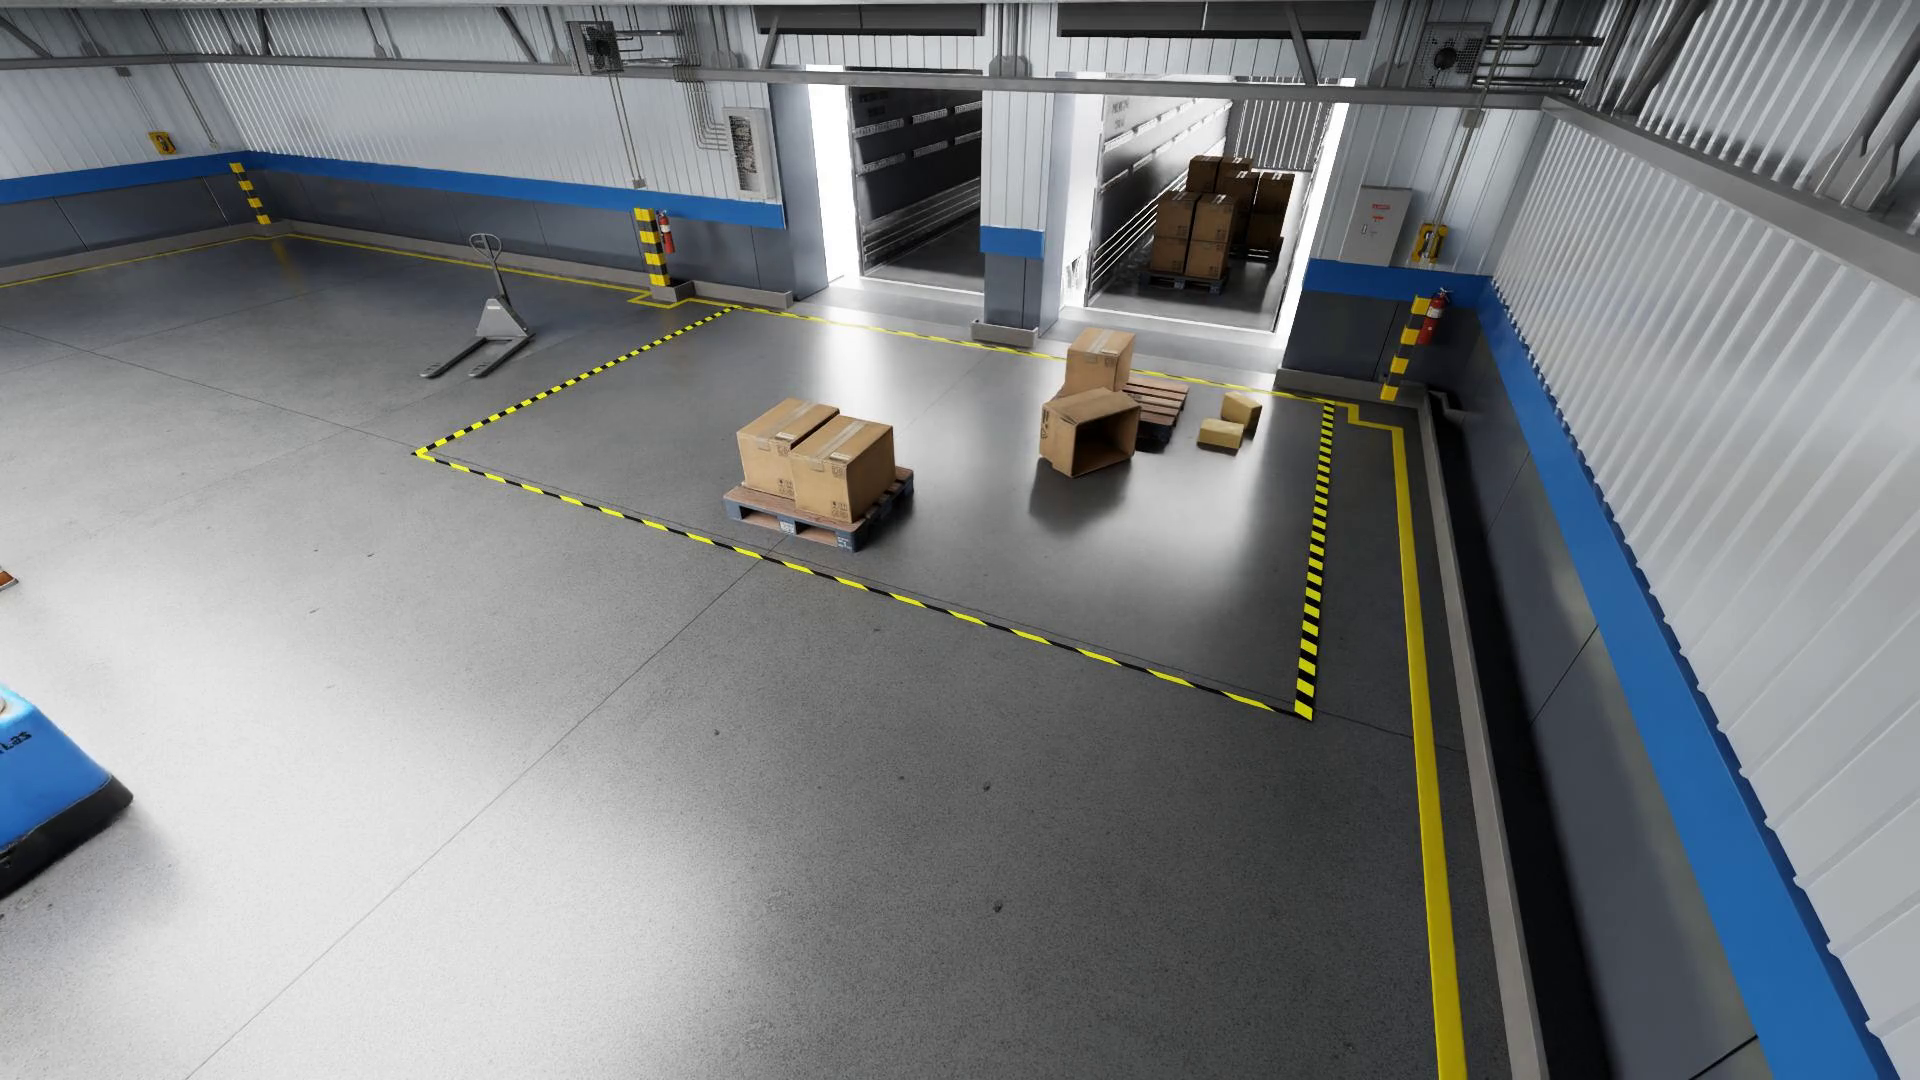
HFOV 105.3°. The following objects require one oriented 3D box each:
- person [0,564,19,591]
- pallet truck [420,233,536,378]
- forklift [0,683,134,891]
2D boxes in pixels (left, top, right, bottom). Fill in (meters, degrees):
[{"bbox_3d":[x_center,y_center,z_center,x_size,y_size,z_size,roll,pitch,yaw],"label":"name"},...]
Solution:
[{"bbox_3d":[-6.909,-0.447,4.635,0.601,1.949,0.388,17,39,22],"label":"person"},{"bbox_3d":[-5.664,-2.712,8.427,0.680,1.201,1.601,0,35,-1],"label":"pallet truck"},{"bbox_3d":[-4.688,0.691,2.960,0.716,2.013,0.776,15,38,20],"label":"forklift"}]
